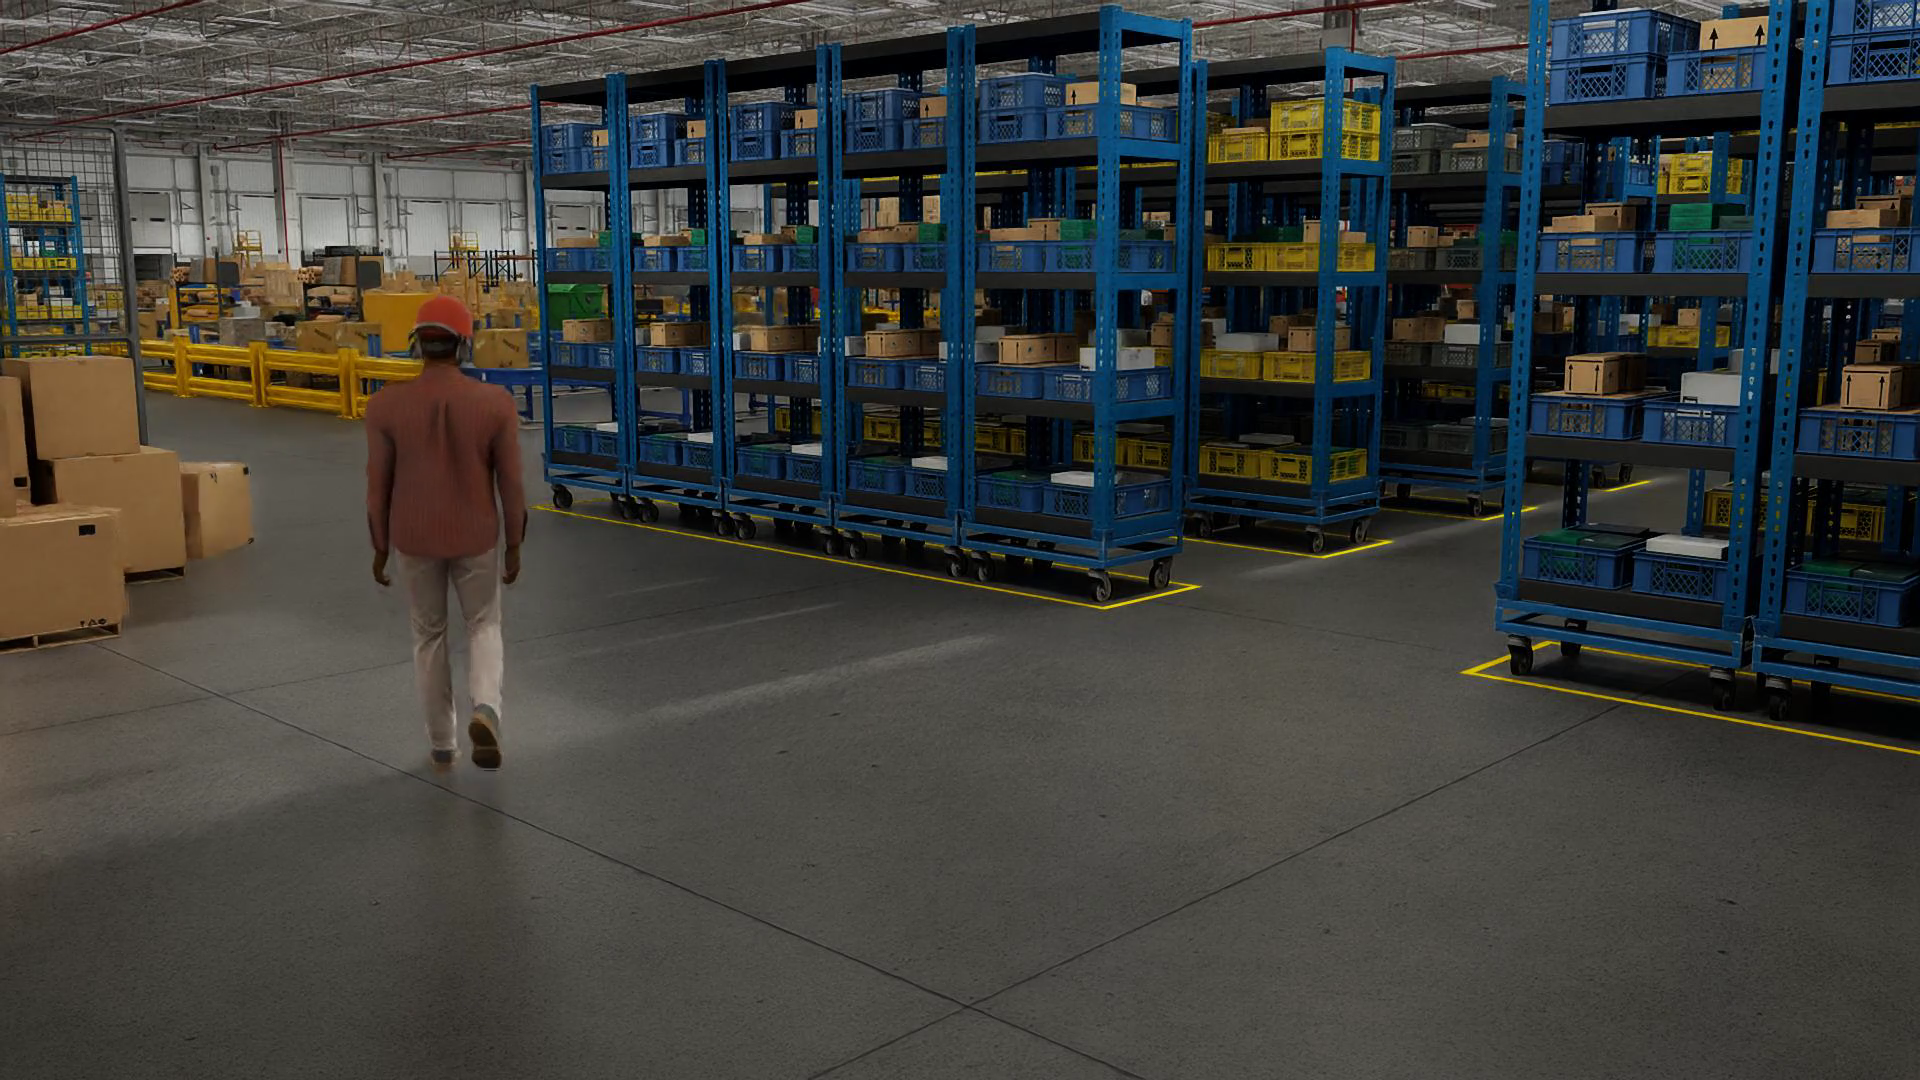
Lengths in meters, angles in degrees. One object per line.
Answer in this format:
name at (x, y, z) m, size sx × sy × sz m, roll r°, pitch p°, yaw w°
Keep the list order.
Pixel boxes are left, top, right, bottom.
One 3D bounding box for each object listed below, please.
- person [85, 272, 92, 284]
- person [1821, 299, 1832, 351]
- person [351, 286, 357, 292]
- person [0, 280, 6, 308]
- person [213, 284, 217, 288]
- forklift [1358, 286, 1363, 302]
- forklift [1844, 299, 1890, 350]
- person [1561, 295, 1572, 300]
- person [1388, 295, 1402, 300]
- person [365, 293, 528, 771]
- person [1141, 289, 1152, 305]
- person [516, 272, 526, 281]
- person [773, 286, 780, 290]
person at (-33.402, -9.279, 63.652) m, size 0.989 × 1.974 × 0.687 m, roll -1°, pitch 9°, yaw -5°
person at (16.054, -3.916, 31.242) m, size 0.939 × 1.796 × 0.596 m, roll -1°, pitch 9°, yaw -3°
person at (-30.957, -12.742, 84.941) m, size 0.602 × 1.949 × 1.016 m, roll 7°, pitch 12°, yaw 37°
person at (-34.767, -8.702, 60.193) m, size 0.376 × 1.936 × 0.627 m, roll 2°, pitch 9°, yaw 11°
person at (-33.130, -10.904, 73.961) m, size 0.564 × 1.842 × 0.794 m, roll 5°, pitch 10°, yaw 27°
forklift at (11.100, -7.017, 46.970) m, size 1.873 × 2.768 × 1.129 m, roll 9°, pitch 13°, yaw 43°
forklift at (21.907, -5.840, 39.754) m, size 1.873 × 2.768 × 1.129 m, roll 9°, pitch 13°, yaw 43°
person at (12.533, -4.432, 34.345) m, size 0.589 × 1.826 × 0.403 m, roll -7°, pitch 12°, yaw -37°
person at (11.679, -5.983, 44.401) m, size 0.540 × 1.640 × 0.913 m, roll 6°, pitch 11°, yaw 31°
person at (-2.072, -0.004, 6.740) m, size 0.622 × 1.973 × 0.582 m, roll -3°, pitch 10°, yaw -18°
person at (3.833, -4.745, 35.886) m, size 0.605 × 1.948 × 0.384 m, roll 1°, pitch 9°, yaw 7°
person at (-25.185, -14.414, 95.419) m, size 0.640 × 1.864 × 0.406 m, roll 1°, pitch 9°, yaw 6°
person at (-8.845, -11.910, 79.928) m, size 0.393 × 1.915 × 0.589 m, roll 0°, pitch 9°, yaw 2°
